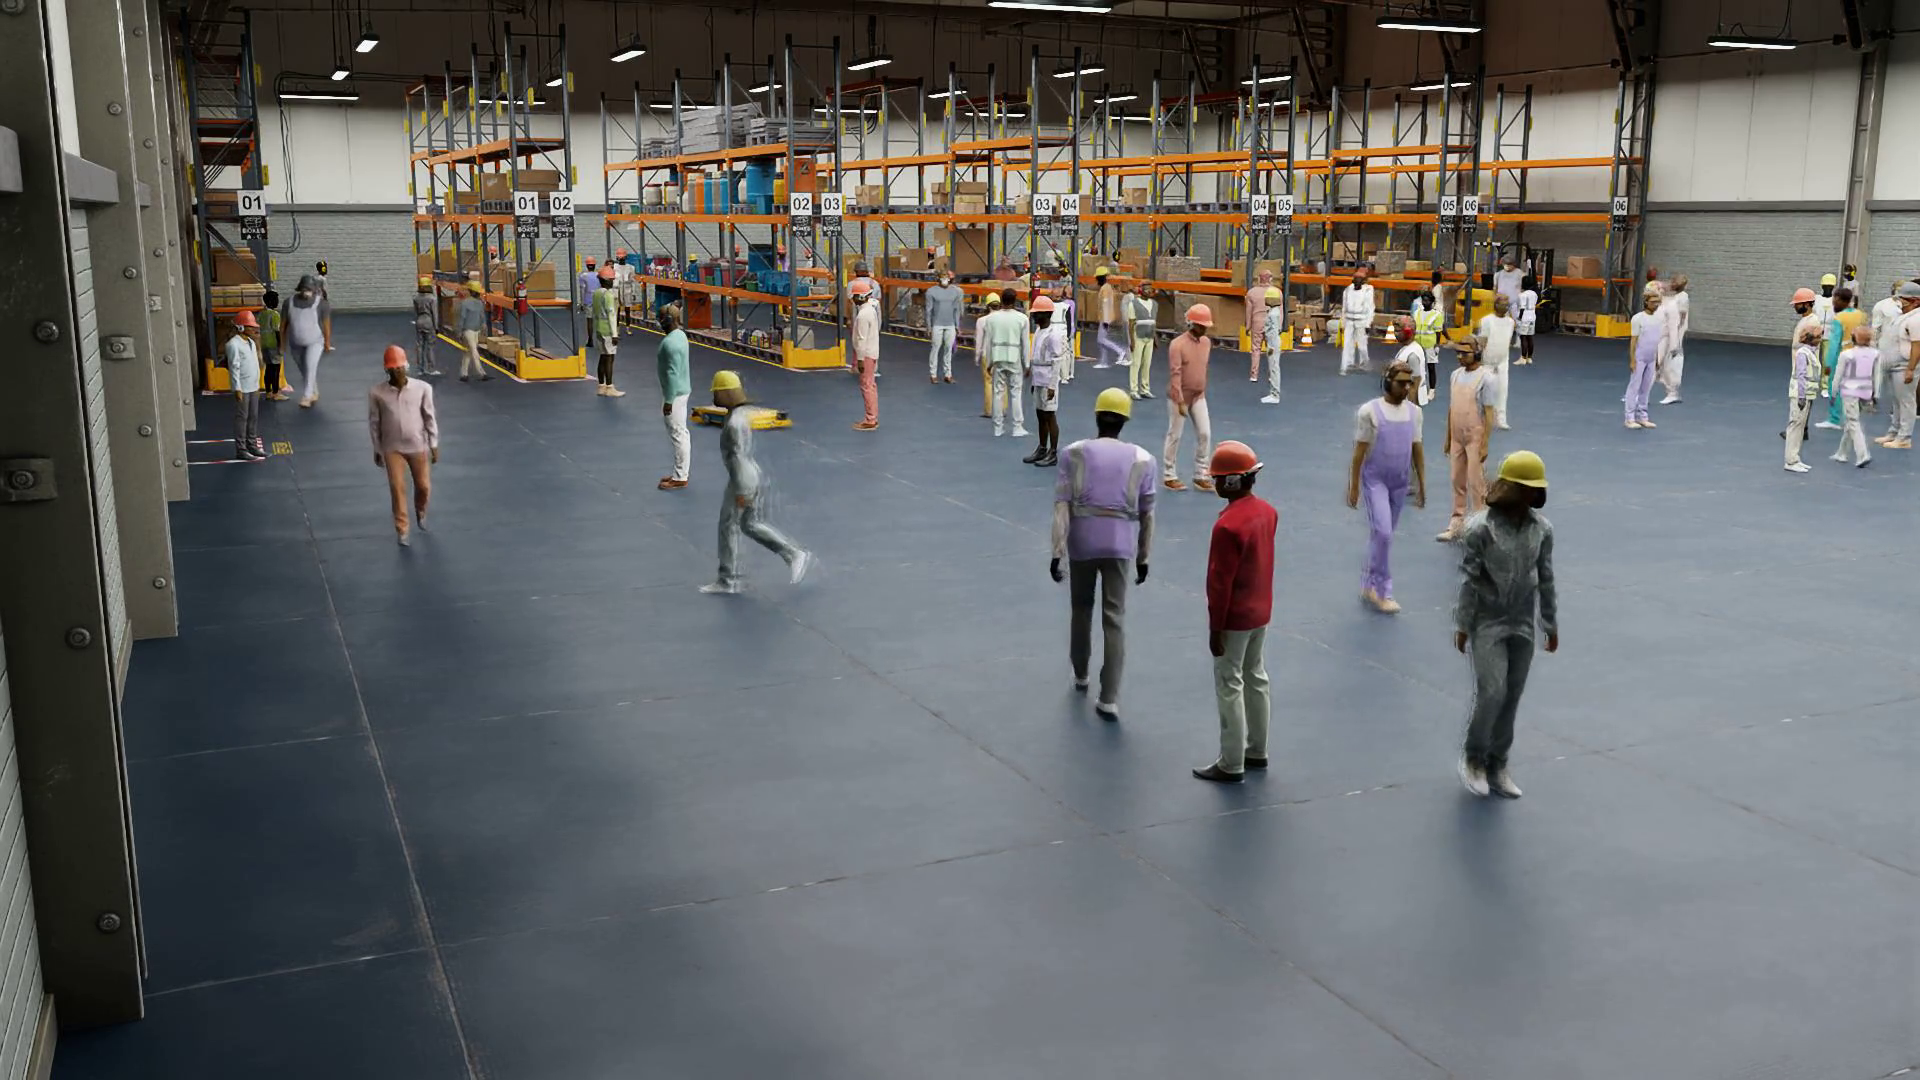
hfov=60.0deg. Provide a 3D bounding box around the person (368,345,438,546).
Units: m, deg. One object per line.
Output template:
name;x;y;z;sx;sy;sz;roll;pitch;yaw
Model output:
person;-4.878;-0.845;14.582;0.579;1.736;0.578;-4;12;-18

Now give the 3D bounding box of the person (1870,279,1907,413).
person;13.455;-2.783;23.964;0.632;1.932;0.367;4;12;19

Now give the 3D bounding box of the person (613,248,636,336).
person;-7.917;-5.811;39.055;0.605;2.045;0.378;-4;12;-19

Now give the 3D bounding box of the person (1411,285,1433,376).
person;8.206;-3.743;29.690;0.530;1.616;0.733;-9;14;-38

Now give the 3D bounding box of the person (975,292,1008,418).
person;0.473;-2.602;23.460;0.529;1.766;0.334;-3;12;-16

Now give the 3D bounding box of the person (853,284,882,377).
person;-1.629;-3.672;29.223;0.523;1.637;0.312;3;11;13

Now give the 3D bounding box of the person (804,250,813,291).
person;-4.703;-8.208;52.005;0.349;1.743;0.563;-1;11;-7

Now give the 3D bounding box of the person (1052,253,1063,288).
person;2.874;-7.621;49.099;0.316;1.715;0.738;1;11;5

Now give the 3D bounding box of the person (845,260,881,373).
person;-1.797;-4.034;30.034;0.698;2.000;0.537;-8;13;-34

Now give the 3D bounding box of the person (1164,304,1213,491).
person;2.366;-1.459;17.181;0.617;1.964;0.539;-7;13;-32

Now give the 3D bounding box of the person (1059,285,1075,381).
person;1.828;-3.569;28.688;0.309;1.641;0.515;5;12;25

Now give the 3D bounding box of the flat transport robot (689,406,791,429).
flat transport robot;-3.005;-1.691;22.634;1.431;0.197;0.652;11;16;44

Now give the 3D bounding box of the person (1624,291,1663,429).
person;9.167;-2.404;22.246;0.506;1.846;0.350;-5;12;-24

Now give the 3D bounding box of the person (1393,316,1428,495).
person;4.574;-1.369;17.006;0.390;1.837;0.562;1;11;7

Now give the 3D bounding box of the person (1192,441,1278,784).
person;1.388;0.363;8.451;0.349;1.743;0.566;8;14;36

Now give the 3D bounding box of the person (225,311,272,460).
person;-8.333;-1.805;19.465;0.350;1.743;0.564;1;11;3

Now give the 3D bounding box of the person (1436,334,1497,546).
person;4.414;-0.867;14.455;0.343;1.840;0.502;-5;12;-26

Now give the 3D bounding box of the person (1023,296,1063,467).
person;0.948;-1.803;18.952;0.362;1.939;0.542;-5;12;-22

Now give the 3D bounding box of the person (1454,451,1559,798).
person;2.704;0.422;8.148;0.514;1.728;0.374;-4;12;-18

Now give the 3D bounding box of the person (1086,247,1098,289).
person;3.967;-7.774;49.459;0.575;1.880;0.358;8;14;36

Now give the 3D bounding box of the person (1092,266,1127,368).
person;2.746;-4.113;30.811;0.596;1.898;0.595;2;11;10

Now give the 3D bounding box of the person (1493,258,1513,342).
person;12.086;-5.309;36.832;0.567;1.914;0.472;6;13;28

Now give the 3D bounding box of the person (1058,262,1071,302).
person;2.228;-4.959;35.215;0.327;1.861;0.501;-6;13;-27

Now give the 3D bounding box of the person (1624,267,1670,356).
person;13.866;-4.561;33.314;0.916;1.803;0.573;9;14;39

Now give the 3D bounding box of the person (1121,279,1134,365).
person;3.169;-4.130;31.558;0.278;1.631;0.507;-2;11;-11

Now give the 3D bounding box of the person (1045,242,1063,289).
person;3.198;-9.104;56.143;0.638;1.909;0.408;3;12;17

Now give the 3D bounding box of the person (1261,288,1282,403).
person;4.744;-2.962;25.341;0.312;1.744;0.487;2;11;12

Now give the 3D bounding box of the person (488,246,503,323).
person;-12.278;-6.739;43.896;0.381;1.994;0.615;-10;15;-41

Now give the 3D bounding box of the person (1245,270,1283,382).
person;5.193;-3.643;28.403;0.639;1.903;0.407;3;11;13

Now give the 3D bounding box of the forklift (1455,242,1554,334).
forklift;13.047;-6.049;39.881;2.313;2.155;1.214;-5;12;-23

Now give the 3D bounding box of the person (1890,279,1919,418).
person;13.413;-2.682;23.446;0.632;1.957;0.429;3;12;16

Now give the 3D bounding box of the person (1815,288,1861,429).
person;11.747;-2.400;22.126;0.674;1.888;0.533;-8;14;-37

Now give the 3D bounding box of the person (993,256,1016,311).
person;0.985;-5.649;38.656;0.680;1.875;0.465;-1;11;-5

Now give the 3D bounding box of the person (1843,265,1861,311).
person;17.611;-4.520;32.977;0.321;1.861;0.513;0;11;-2
